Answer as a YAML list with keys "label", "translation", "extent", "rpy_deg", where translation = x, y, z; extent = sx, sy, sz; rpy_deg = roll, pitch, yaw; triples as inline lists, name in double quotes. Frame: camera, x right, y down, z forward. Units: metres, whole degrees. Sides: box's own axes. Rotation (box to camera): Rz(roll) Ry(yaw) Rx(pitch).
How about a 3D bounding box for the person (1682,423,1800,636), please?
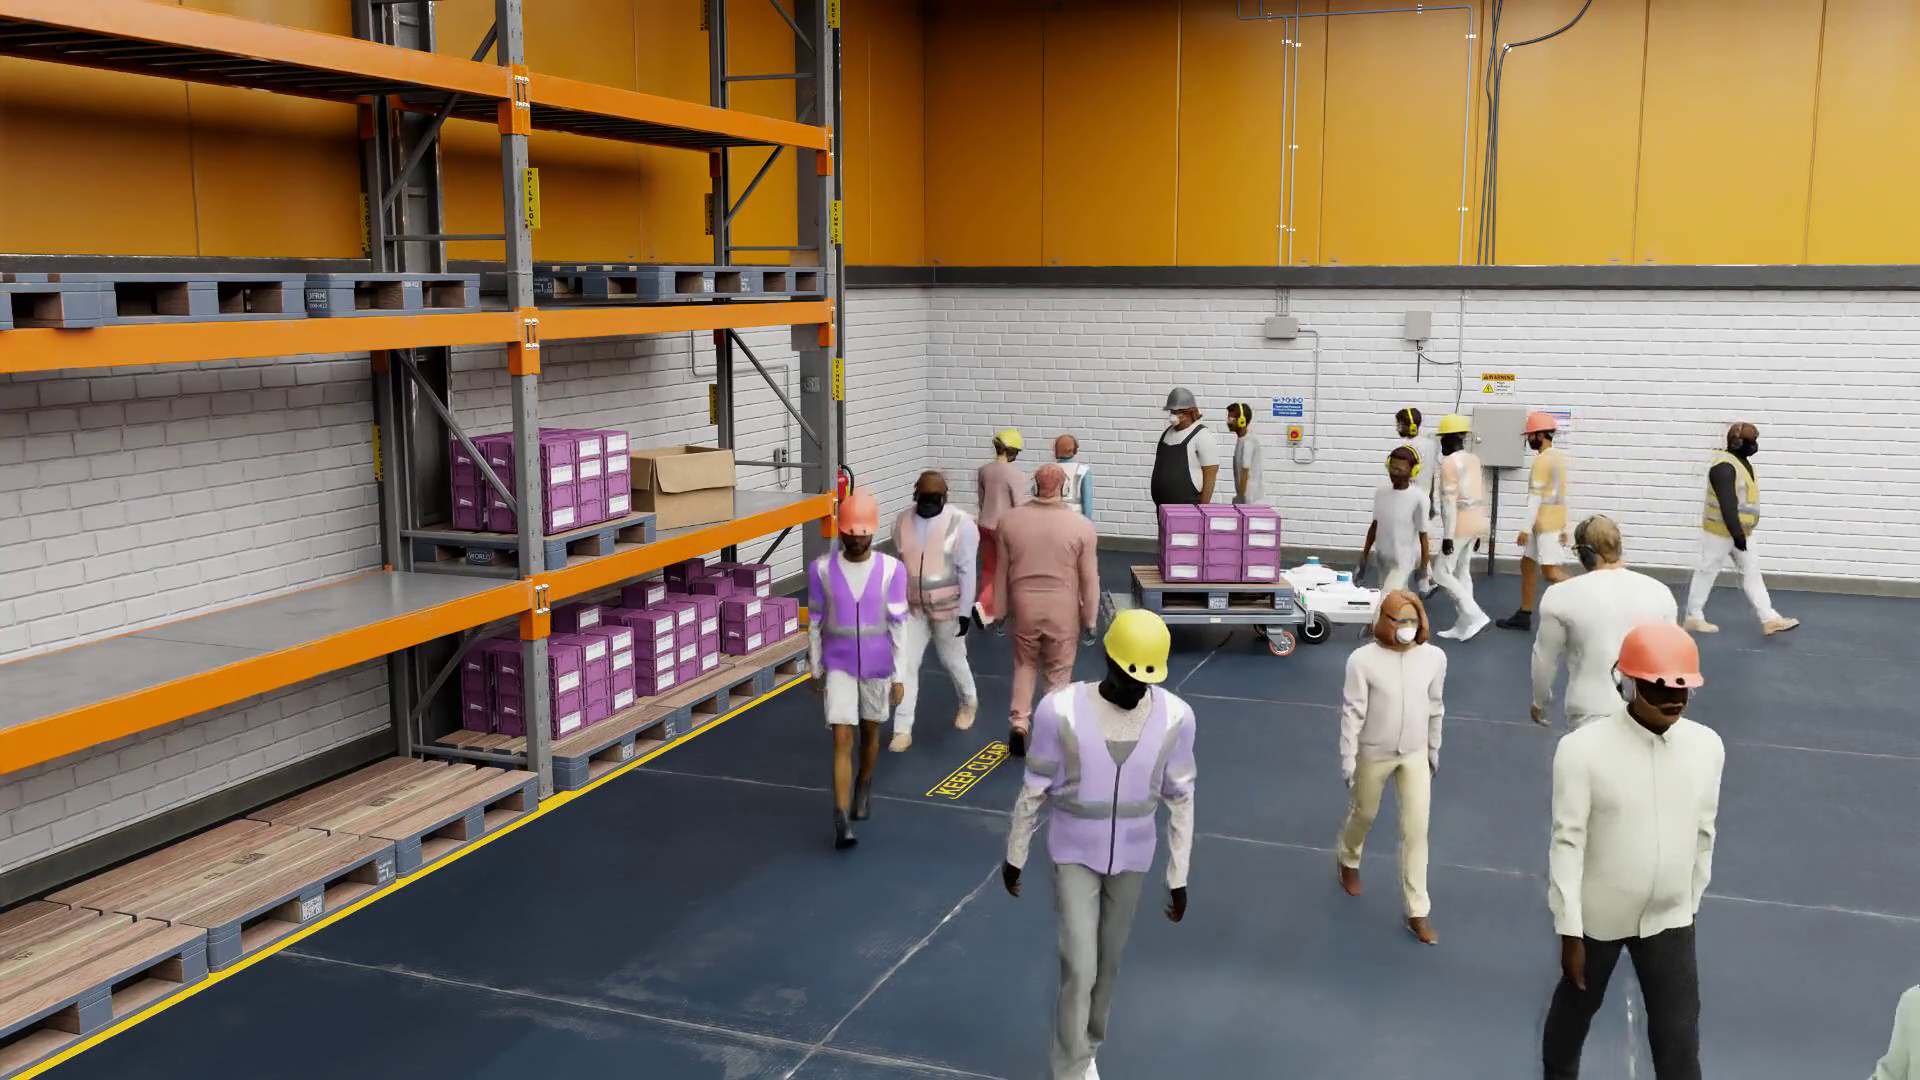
- label: "person"
  translation: [6.554, -0.071, 13.912]
  extent: [0.942, 1.795, 0.627]
  rpy_deg: [9, 13, 44]

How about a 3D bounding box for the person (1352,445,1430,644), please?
- label: "person"
  translation: [3.226, 0.202, 12.191]
  extent: [0.905, 1.828, 0.564]
  rpy_deg: [-5, 10, -26]

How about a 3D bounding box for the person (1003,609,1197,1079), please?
- label: "person"
  translation: [0.517, 1.163, 5.932]
  extent: [0.672, 1.869, 0.789]
  rpy_deg: [-1, 9, -9]

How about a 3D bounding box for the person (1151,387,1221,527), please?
- label: "person"
  translation: [1.975, -0.368, 15.025]
  extent: [0.536, 2.000, 0.688]
  rpy_deg: [-6, 11, -34]

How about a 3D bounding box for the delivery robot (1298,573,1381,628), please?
- label: "delivery robot"
  translation: [3.174, 0.519, 13.812]
  extent: [0.707, 0.478, 0.477]
  rpy_deg: [1, 9, 8]

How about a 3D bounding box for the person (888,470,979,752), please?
- label: "person"
  translation: [-0.149, 0.424, 10.809]
  extent: [0.619, 1.805, 0.837]
  rpy_deg: [3, 10, 18]

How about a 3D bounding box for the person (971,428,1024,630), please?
- label: "person"
  translation: [0.289, -0.077, 14.143]
  extent: [0.618, 1.731, 0.559]
  rpy_deg: [-8, 12, -41]

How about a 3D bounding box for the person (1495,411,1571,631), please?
- label: "person"
  translation: [5.027, -0.124, 13.968]
  extent: [0.898, 1.895, 0.599]
  rpy_deg: [5, 11, 31]

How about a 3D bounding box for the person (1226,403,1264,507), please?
- label: "person"
  translation: [2.596, -0.364, 15.624]
  extent: [0.764, 1.839, 0.542]
  rpy_deg: [-1, 9, -3]

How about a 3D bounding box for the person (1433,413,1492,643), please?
- label: "person"
  translation: [4.135, -0.090, 13.733]
  extent: [0.584, 1.895, 0.617]
  rpy_deg: [8, 12, 40]

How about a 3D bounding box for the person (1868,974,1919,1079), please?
- label: "person"
  translation: [2.367, 1.624, 3.949]
  extent: [0.870, 1.589, 0.502]
  rpy_deg: [-1, 9, -4]

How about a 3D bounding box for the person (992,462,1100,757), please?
- label: "person"
  translation: [0.532, 0.461, 10.301]
  extent: [0.686, 1.882, 0.447]
  rpy_deg: [3, 9, 16]

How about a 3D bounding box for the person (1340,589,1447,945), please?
- label: "person"
  translation: [2.019, 0.998, 7.849]
  extent: [0.517, 1.594, 0.850]
  rpy_deg: [-1, 9, -6]

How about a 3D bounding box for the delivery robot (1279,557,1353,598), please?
- label: "delivery robot"
  translation: [3.098, 0.390, 14.624]
  extent: [0.707, 0.478, 0.477]
  rpy_deg: [2, 9, 10]

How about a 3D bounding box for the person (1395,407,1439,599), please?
- label: "person"
  translation: [4.161, -0.323, 15.392]
  extent: [0.552, 1.830, 0.502]
  rpy_deg: [-5, 10, -27]

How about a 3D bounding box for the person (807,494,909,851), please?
- label: "person"
  translation: [-0.543, 0.684, 8.944]
  extent: [0.546, 1.871, 1.004]
  rpy_deg: [-1, 9, -5]

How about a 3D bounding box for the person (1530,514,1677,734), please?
- label: "person"
  translation: [3.077, 0.815, 8.064]
  extent: [0.641, 1.892, 0.941]
  rpy_deg: [-1, 9, -4]

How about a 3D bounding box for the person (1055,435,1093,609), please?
- label: "person"
  translation: [0.978, -0.142, 14.937]
  extent: [0.531, 1.605, 0.739]
  rpy_deg: [4, 10, 23]

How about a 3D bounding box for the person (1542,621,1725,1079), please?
- label: "person"
  translation: [2.200, 1.218, 5.410]
  extent: [0.631, 1.936, 1.051]
  rpy_deg: [-1, 9, -6]
